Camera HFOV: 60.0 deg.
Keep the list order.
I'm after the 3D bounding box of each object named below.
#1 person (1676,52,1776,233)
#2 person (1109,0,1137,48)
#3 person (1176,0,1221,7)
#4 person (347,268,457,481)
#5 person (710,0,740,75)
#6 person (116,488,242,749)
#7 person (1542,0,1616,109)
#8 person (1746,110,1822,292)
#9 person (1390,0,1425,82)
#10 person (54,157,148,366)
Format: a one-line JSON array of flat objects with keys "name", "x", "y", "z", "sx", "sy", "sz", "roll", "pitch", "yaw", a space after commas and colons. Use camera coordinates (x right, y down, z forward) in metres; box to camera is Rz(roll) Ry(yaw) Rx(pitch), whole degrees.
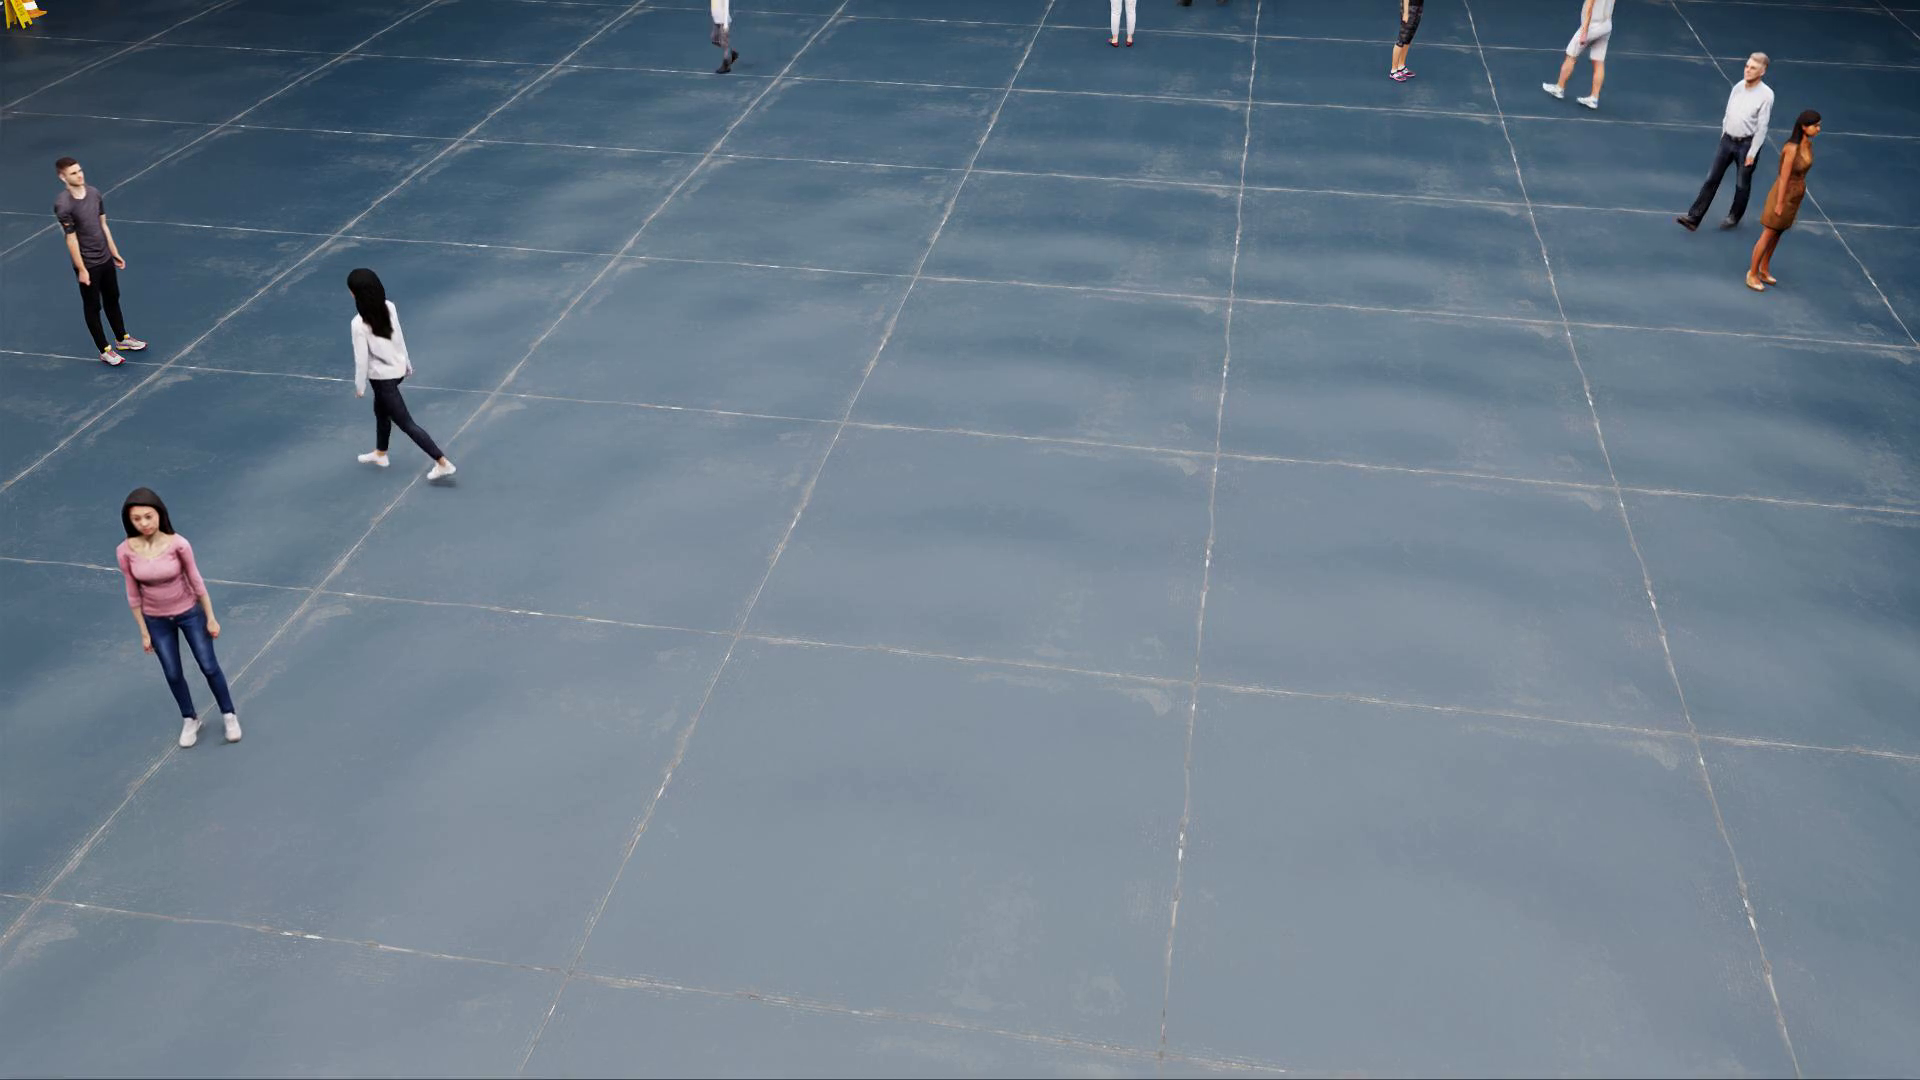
[{"name": "person", "x": 7.794, "y": -3.924, "z": 16.494, "sx": 1.219, "sy": 1.778, "sz": 1.134, "roll": -19, "pitch": 37, "yaw": -27}, {"name": "person", "x": 2.188, "y": -7.407, "z": 22.179, "sx": 0.560, "sy": 1.604, "sz": 0.709, "roll": -2, "pitch": 32, "yaw": -4}, {"name": "person", "x": 3.530, "y": -8.548, "z": 23.844, "sx": 1.125, "sy": 1.758, "sz": 1.051, "roll": -19, "pitch": 37, "yaw": -27}, {"name": "person", "x": -4.143, "y": -1.177, "z": 12.253, "sx": 1.114, "sy": 1.657, "sz": 0.678, "roll": 7, "pitch": 33, "yaw": 11}, {"name": "person", "x": -2.988, "y": -6.631, "z": 21.260, "sx": 0.722, "sy": 1.273, "sz": 0.662, "roll": -20, "pitch": 37, "yaw": -29}, {"name": "person", "x": -4.526, "y": 0.448, "z": 9.602, "sx": 0.588, "sy": 1.738, "sz": 0.711, "roll": -6, "pitch": 33, "yaw": -10}, {"name": "person", "x": 7.649, "y": -6.073, "z": 19.854, "sx": 1.092, "sy": 1.829, "sz": 1.121, "roll": -16, "pitch": 36, "yaw": -24}, {"name": "person", "x": 7.604, "y": -3.139, "z": 15.336, "sx": 0.648, "sy": 1.687, "sz": 0.684, "roll": -26, "pitch": 41, "yaw": -35}, {"name": "person", "x": 5.676, "y": -6.696, "z": 20.935, "sx": 0.692, "sy": 1.729, "sz": 0.665, "roll": 26, "pitch": 40, "yaw": 34}, {"name": "person", "x": -7.322, "y": -2.374, "z": 14.051, "sx": 0.578, "sy": 1.764, "sz": 0.650, "roll": 9, "pitch": 33, "yaw": 14}]
